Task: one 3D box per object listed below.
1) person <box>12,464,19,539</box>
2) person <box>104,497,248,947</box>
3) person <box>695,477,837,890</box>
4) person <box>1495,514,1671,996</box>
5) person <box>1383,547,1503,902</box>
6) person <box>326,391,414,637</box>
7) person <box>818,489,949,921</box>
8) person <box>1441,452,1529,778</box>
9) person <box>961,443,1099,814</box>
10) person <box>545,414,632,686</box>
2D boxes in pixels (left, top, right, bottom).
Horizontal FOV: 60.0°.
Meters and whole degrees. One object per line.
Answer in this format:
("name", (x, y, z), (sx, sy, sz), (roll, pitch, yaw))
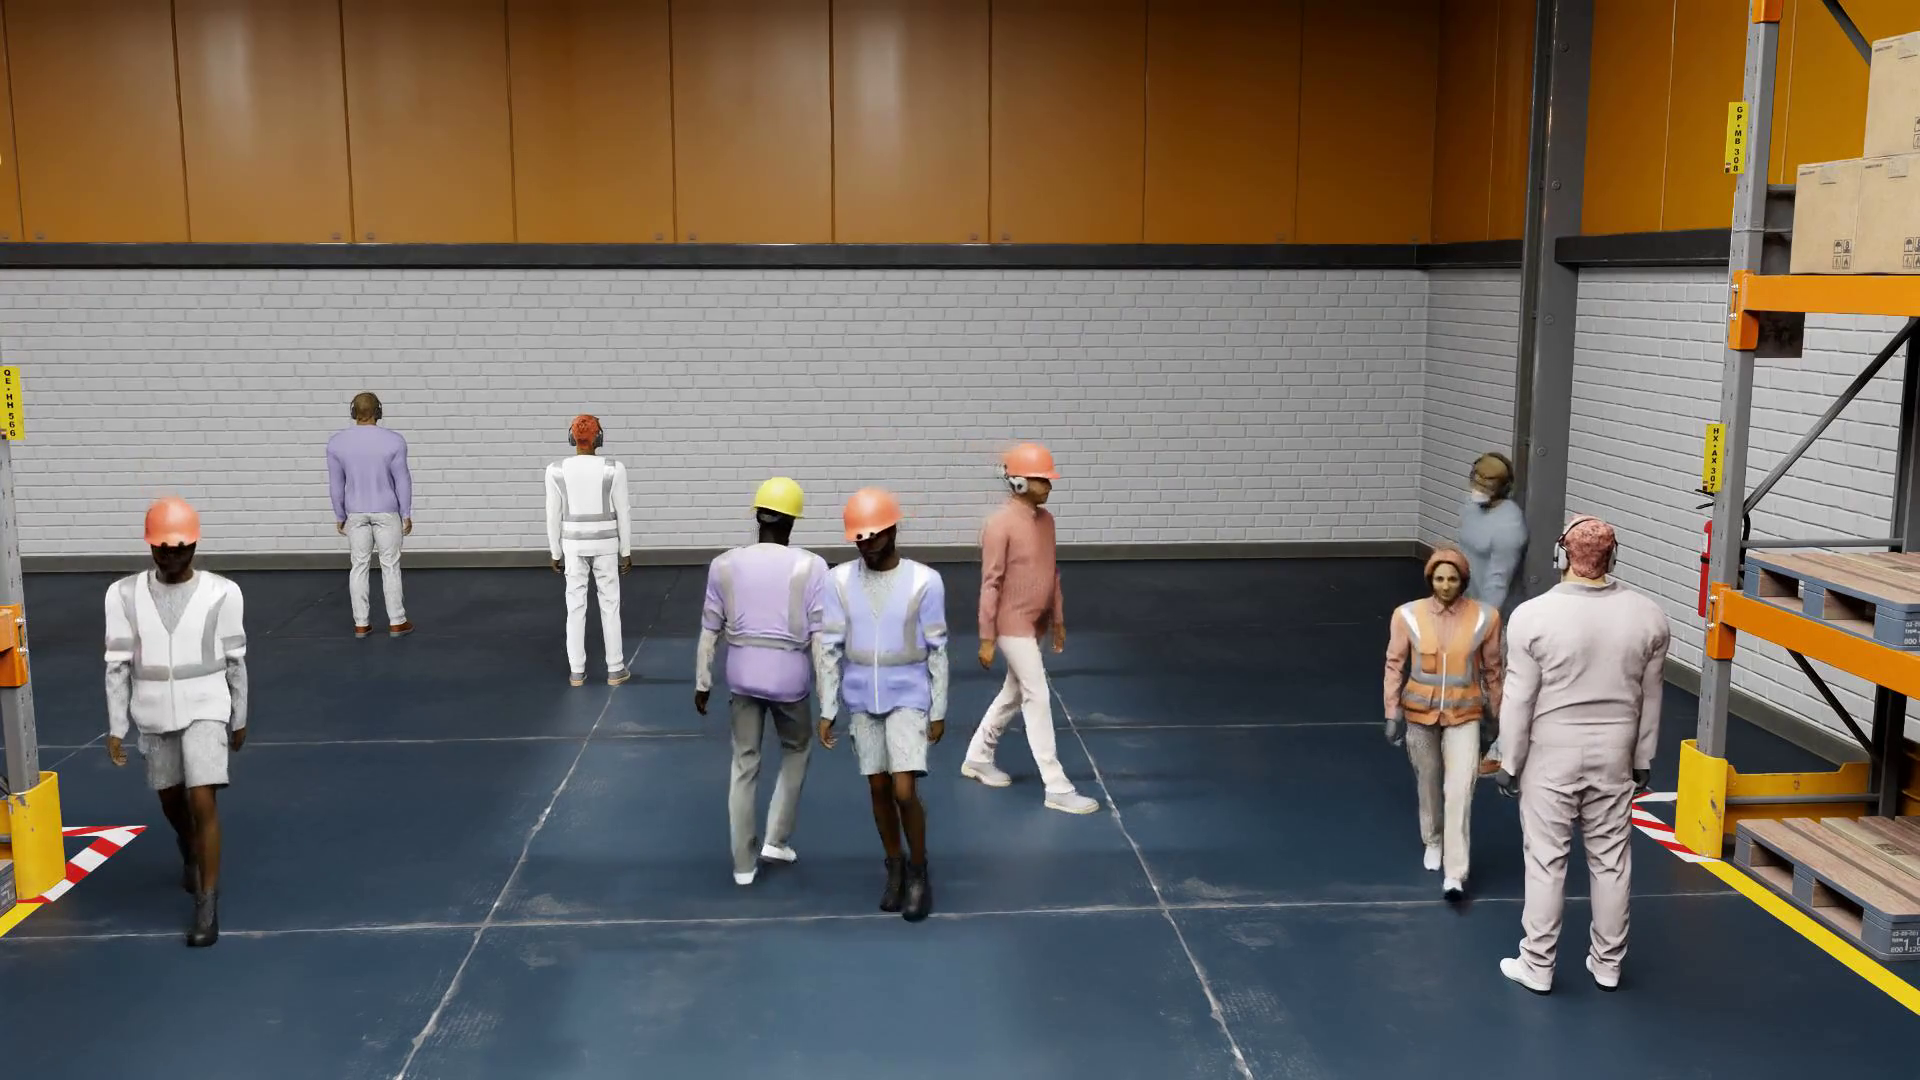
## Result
("person", (-7.046, 0.018, 11.948), (0.391, 1.846, 0.551), (8, 12, 41))
("person", (-3.407, 0.735, 7.307), (0.547, 1.904, 0.936), (-2, 9, -15))
("person", (-0.905, 0.659, 7.762), (0.728, 1.891, 0.582), (2, 9, 9))
("person", (2.420, 0.848, 6.557), (0.639, 1.908, 0.409), (-1, 9, -4))
("person", (2.207, 0.831, 7.634), (0.522, 1.584, 0.898), (3, 10, 19))
("person", (-4.597, -0.197, 13.019), (0.628, 1.940, 0.373), (-1, 9, -4))
("person", (-0.347, 0.727, 7.306), (0.553, 1.905, 0.578), (2, 9, 12))
("person", (2.889, 0.435, 9.206), (0.620, 1.882, 0.713), (-1, 9, -8))
("person", (0.349, 0.446, 8.959), (0.935, 1.955, 0.630), (5, 10, 30))
("person", (-2.549, 0.075, 11.485), (0.573, 1.883, 0.356), (-1, 9, -4))
